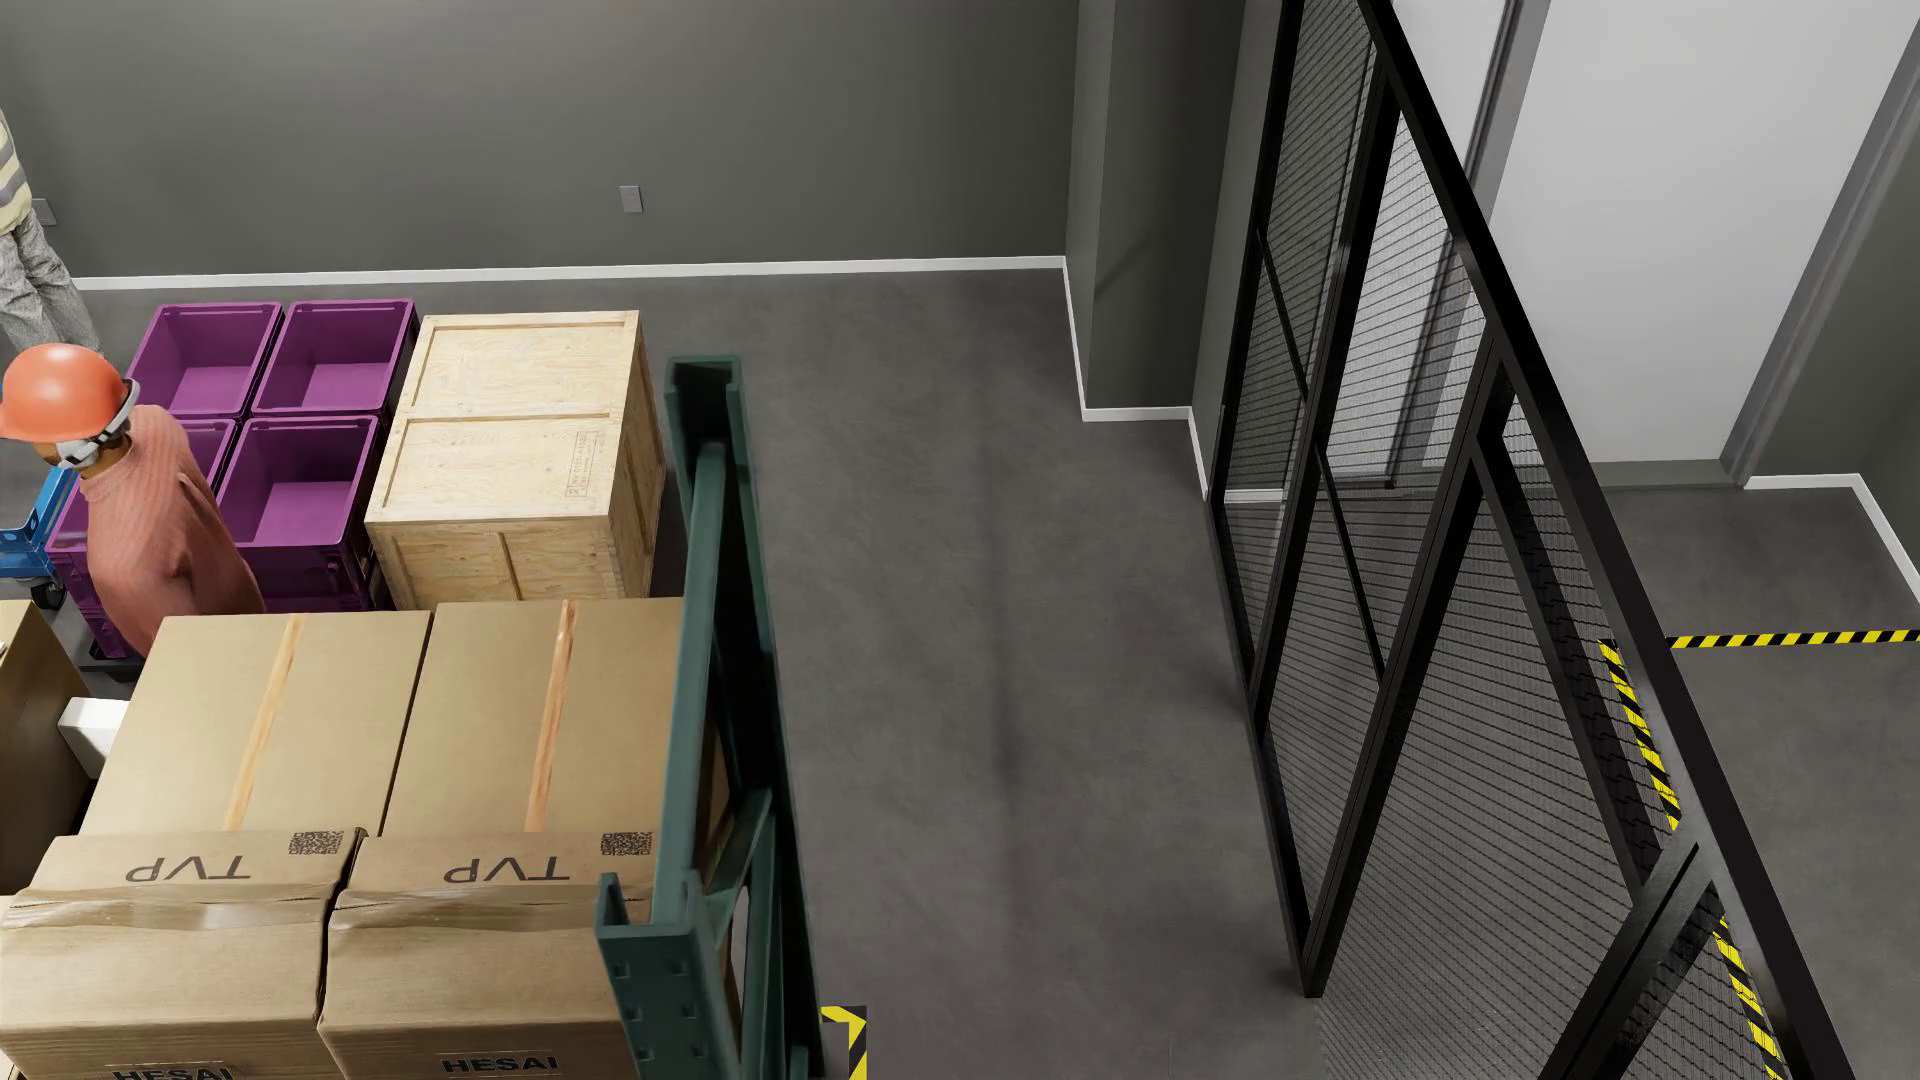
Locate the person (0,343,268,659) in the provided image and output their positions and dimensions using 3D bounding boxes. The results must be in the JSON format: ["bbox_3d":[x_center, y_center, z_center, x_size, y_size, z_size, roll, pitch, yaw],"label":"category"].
[{"bbox_3d":[-2.046,0.265,4.465,0.387,1.996,0.611,-10,47,-10],"label":"person"}]

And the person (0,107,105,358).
[{"bbox_3d":[-3.539,-1.187,5.964,0.403,1.831,0.588,1,46,1],"label":"person"}]
